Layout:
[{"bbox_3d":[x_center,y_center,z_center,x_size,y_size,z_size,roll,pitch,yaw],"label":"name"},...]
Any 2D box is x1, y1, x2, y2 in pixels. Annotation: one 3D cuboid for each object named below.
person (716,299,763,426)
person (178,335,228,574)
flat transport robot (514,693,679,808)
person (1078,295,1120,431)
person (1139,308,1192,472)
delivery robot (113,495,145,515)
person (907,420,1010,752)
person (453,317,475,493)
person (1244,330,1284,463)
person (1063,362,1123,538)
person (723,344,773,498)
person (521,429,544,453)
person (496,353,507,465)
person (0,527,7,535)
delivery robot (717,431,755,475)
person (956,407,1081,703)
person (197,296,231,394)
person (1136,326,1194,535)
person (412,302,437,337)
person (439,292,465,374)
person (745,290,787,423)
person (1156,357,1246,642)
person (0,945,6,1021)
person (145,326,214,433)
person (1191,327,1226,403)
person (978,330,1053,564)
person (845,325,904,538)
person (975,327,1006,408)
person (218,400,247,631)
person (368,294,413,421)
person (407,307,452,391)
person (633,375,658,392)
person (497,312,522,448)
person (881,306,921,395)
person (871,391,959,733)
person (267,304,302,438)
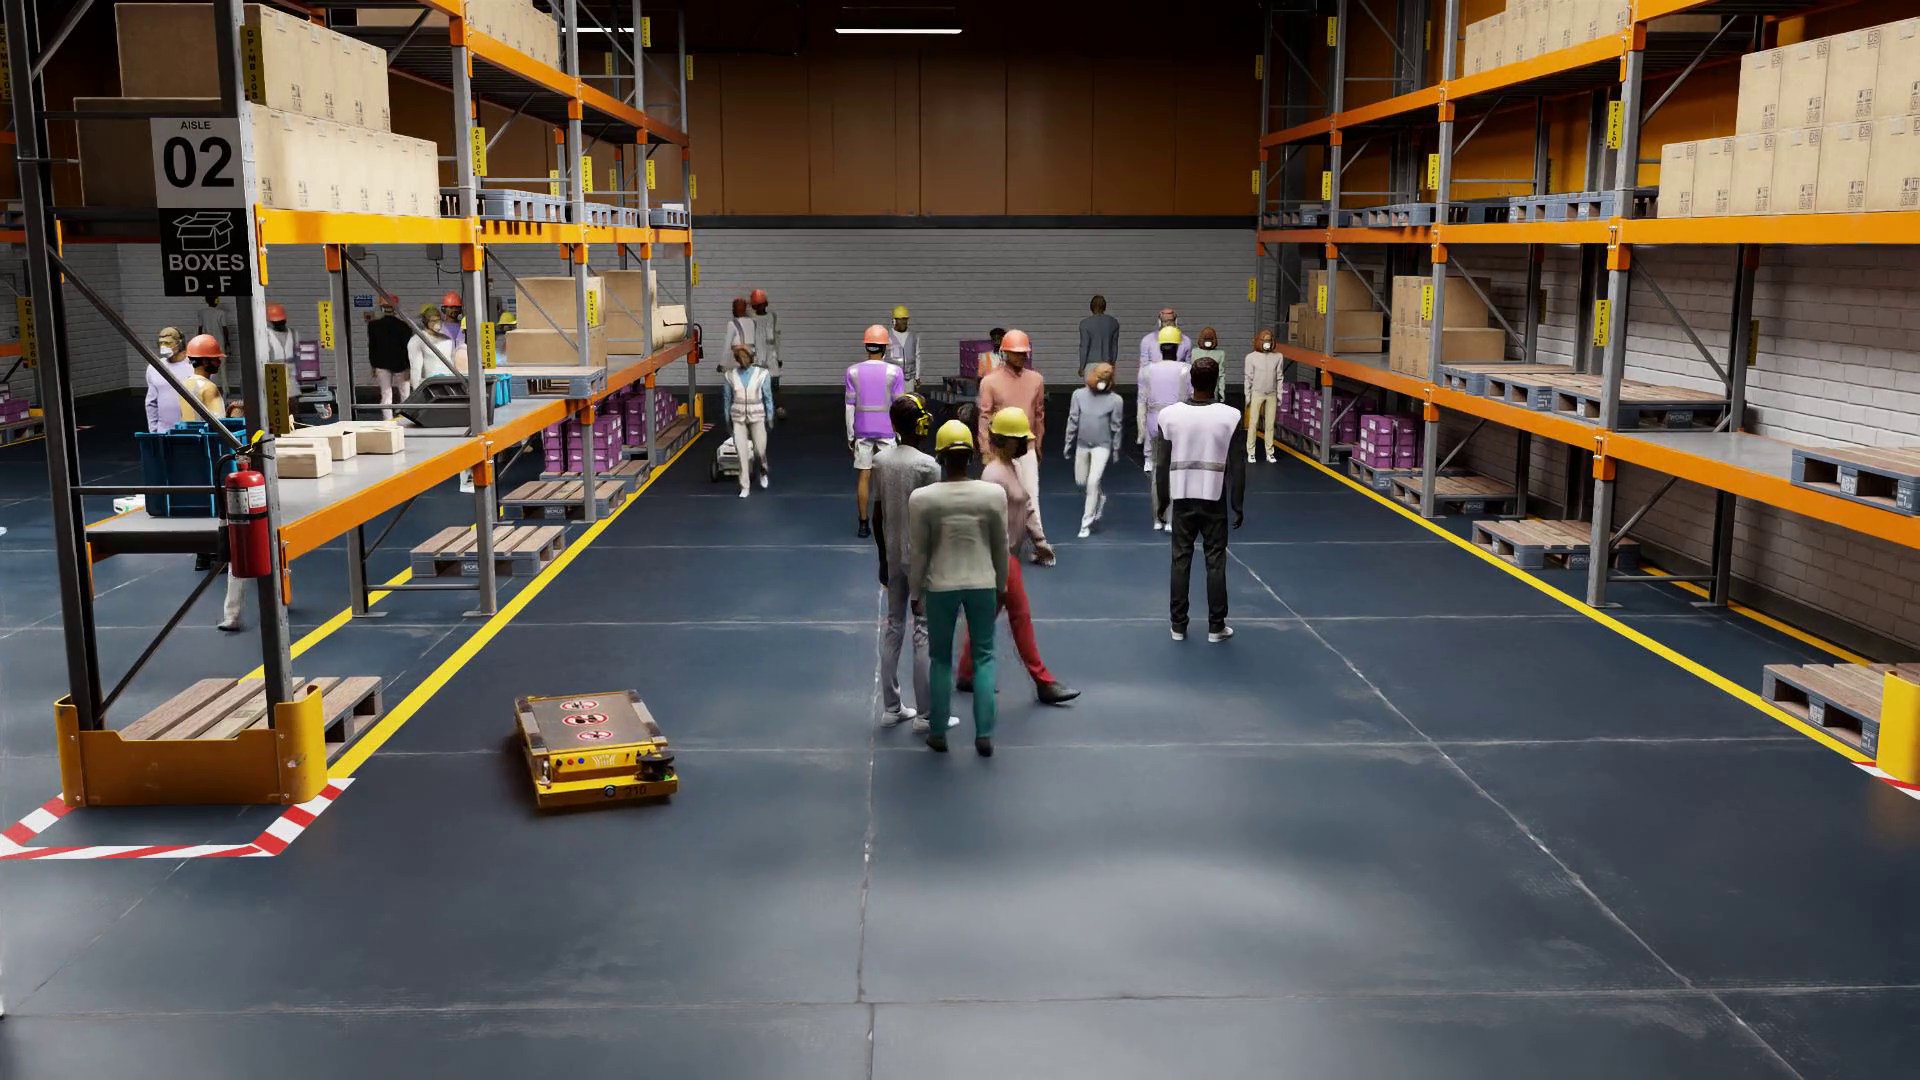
[{"bbox_3d":[-3.242,-2.595,24.349,0.944,1.837,0.588,6,12,32],"label":"person"},{"bbox_3d":[-6.069,-0.691,13.481,0.551,1.936,0.356,9,14,41],"label":"person"},{"bbox_3d":[-1.896,1.032,8.529,0.652,0.197,1.431,-4,11,-19],"label":"flat transport robot"},{"bbox_3d":[1.935,-2.469,23.389,0.631,1.940,0.372,-5,12,-28],"label":"person"},{"bbox_3d":[2.405,-1.743,19.425,0.639,1.911,0.406,-1,10,-5],"label":"person"},{"bbox_3d":[-7.128,-0.286,14.817,0.477,0.478,0.707,10,14,44],"label":"delivery robot"},{"bbox_3d":[-0.008,0.255,8.704,0.543,1.761,0.359,-1,10,-4],"label":"person"},{"bbox_3d":[-5.211,-1.460,17.827,0.395,1.919,0.588,0,10,-2],"label":"person"},{"bbox_3d":[3.688,-1.742,20.213,0.493,1.625,0.282,-2,10,-12],"label":"person"},{"bbox_3d":[1.258,-0.853,15.302,0.544,1.602,0.681,5,11,25],"label":"person"},{"bbox_3d":[-2.229,-1.266,17.563,0.533,1.620,0.473,1,10,3],"label":"person"},{"bbox_3d":[-5.431,-2.034,21.275,0.618,1.836,0.430,-6,12,-29],"label":"person"},{"bbox_3d":[-5.596,-1.677,19.756,0.544,1.644,0.886,-1,10,-7],"label":"person"},{"bbox_3d":[-8.783,-0.760,14.556,0.505,1.692,0.920,3,11,17],"label":"person"},{"bbox_3d":[-2.518,-0.987,18.726,0.477,0.478,0.707,0,10,1],"label":"delivery robot"},{"bbox_3d":[0.326,0.089,9.711,0.797,1.731,0.528,3,11,15],"label":"person"},{"bbox_3d":[-12.540,-3.262,27.991,0.521,1.873,0.336,0,10,2],"label":"person"},{"bbox_3d":[1.907,-0.989,15.330,0.593,1.925,0.727,4,11,21],"label":"person"},{"bbox_3d":[-7.634,-2.507,23.950,0.614,1.815,0.701,1,10,7],"label":"person"},{"bbox_3d":[-6.416,-2.118,21.126,0.608,2.048,0.365,-6,12,-29],"label":"person"},{"bbox_3d":[-2.900,-2.723,24.729,0.664,1.964,1.030,-6,12,-28],"label":"person"},{"bbox_3d":[1.611,-0.266,11.173,0.597,1.916,0.370,3,11,17],"label":"person"},{"bbox_3d":[-3.517,0.741,5.596,0.646,1.907,0.404,9,14,42],"label":"person"},{"bbox_3d":[-6.955,-0.936,14.844,0.635,1.939,0.366,1,10,7],"label":"person"},{"bbox_3d":[3.049,-1.827,20.658,0.497,1.633,0.278,-1,10,-3],"label":"person"},{"bbox_3d":[0.463,-0.780,13.951,0.651,1.938,1.038,-4,11,-20],"label":"person"},{"bbox_3d":[-0.760,-0.980,15.096,0.551,1.935,0.375,1,10,7],"label":"person"},{"bbox_3d":[0.479,-1.753,20.167,0.531,1.668,0.827,5,11,25],"label":"person"},{"bbox_3d":[-4.949,-0.185,11.618,0.538,1.584,0.883,0,10,-1],"label":"person"},{"bbox_3d":[-7.863,-2.418,23.067,0.618,1.949,0.980,-2,10,-11],"label":"person"},{"bbox_3d":[-6.053,-1.705,19.127,0.352,1.937,0.635,5,11,25],"label":"person"},{"bbox_3d":[-4.816,-2.806,25.270,0.551,1.934,0.373,-1,10,-8],"label":"person"},{"bbox_3d":[-5.843,-2.081,21.705,0.325,1.769,0.524,-5,12,-28],"label":"person"},{"bbox_3d":[-0.797,-2.201,22.190,0.605,1.833,0.404,-3,11,-18],"label":"person"},{"bbox_3d":[-0.253,0.123,9.124,0.511,1.877,0.328,8,13,38],"label":"person"},{"bbox_3d":[-8.805,-2.129,21.639,0.579,1.872,1.000,-9,14,-42],"label":"person"}]
